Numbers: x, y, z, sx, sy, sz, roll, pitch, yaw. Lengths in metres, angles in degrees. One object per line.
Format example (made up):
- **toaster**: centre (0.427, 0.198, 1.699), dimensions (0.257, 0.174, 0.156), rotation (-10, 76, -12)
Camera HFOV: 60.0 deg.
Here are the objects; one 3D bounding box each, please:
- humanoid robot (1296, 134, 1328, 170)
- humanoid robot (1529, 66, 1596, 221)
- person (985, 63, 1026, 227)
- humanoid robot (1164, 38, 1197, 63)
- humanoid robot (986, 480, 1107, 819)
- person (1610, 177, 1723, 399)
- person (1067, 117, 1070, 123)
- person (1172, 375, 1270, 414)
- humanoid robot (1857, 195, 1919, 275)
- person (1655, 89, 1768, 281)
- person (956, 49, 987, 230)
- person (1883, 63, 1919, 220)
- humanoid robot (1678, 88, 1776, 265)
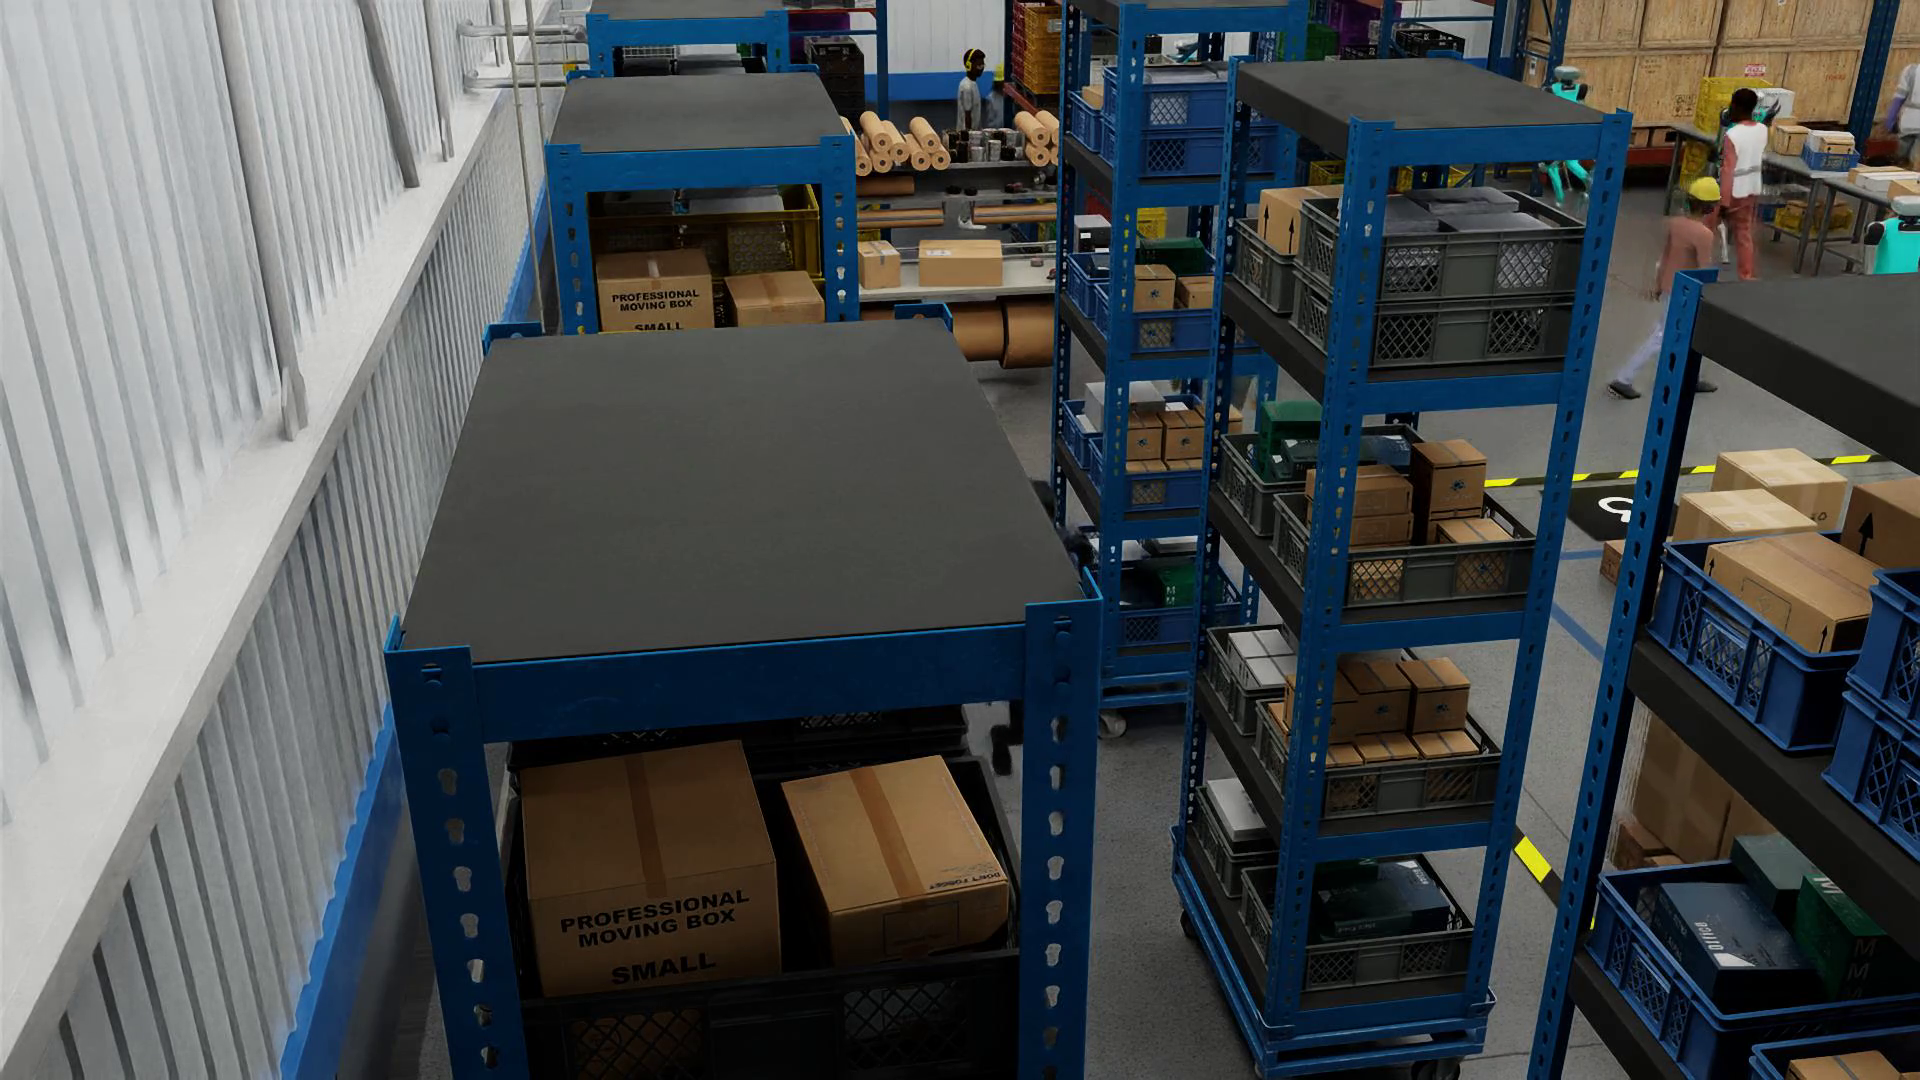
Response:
- **humanoid robot**: centre (3.842, -4.419, 18.286), dimensions (0.796, 1.633, 0.589), rotation (-9, 26, -18)
- **humanoid robot**: centre (6.277, -3.954, 17.137), dimensions (0.539, 1.723, 1.013), rotation (-8, 26, -16)
- **person**: centre (0.499, -4.207, 17.718), dimensions (0.506, 1.709, 0.565), rotation (13, 28, 26)
- **humanoid robot**: centre (2.703, -4.815, 19.012), dimensions (0.740, 1.815, 0.551), rotation (-14, 28, -27)
- **humanoid robot**: centre (0.370, 0.481, 7.611), dimensions (0.612, 1.627, 0.683), rotation (-10, 26, -20)
- **person**: centre (5.496, -1.913, 12.704), dimensions (0.906, 1.722, 0.530), rotation (-2, 25, -4)
- **person**: centre (1.261, -4.391, 17.946), dimensions (0.338, 1.860, 0.503), rotation (10, 26, 20)
- **person**: centre (1.712, -1.033, 10.722), dimensions (0.621, 1.786, 0.965), rotation (0, 25, 0)
- **humanoid robot**: centre (6.652, -1.543, 11.737), dimensions (0.533, 1.675, 0.735), rotation (0, 25, 0)
- **person**: centre (7.054, -3.215, 15.369), dimensions (0.594, 1.873, 0.986), rotation (-14, 28, -27)
- **person**: centre (0.123, -4.230, 17.587), dimensions (0.330, 1.865, 0.515), rotation (0, 25, 1)
- **person**: centre (10.362, -4.437, 17.870), dimensions (0.797, 2.011, 0.613), rotation (-20, 31, -37)
- **humanoid robot**: centre (7.467, -3.572, 16.341), dimensions (0.531, 1.773, 0.752), rotation (-4, 25, -8)
